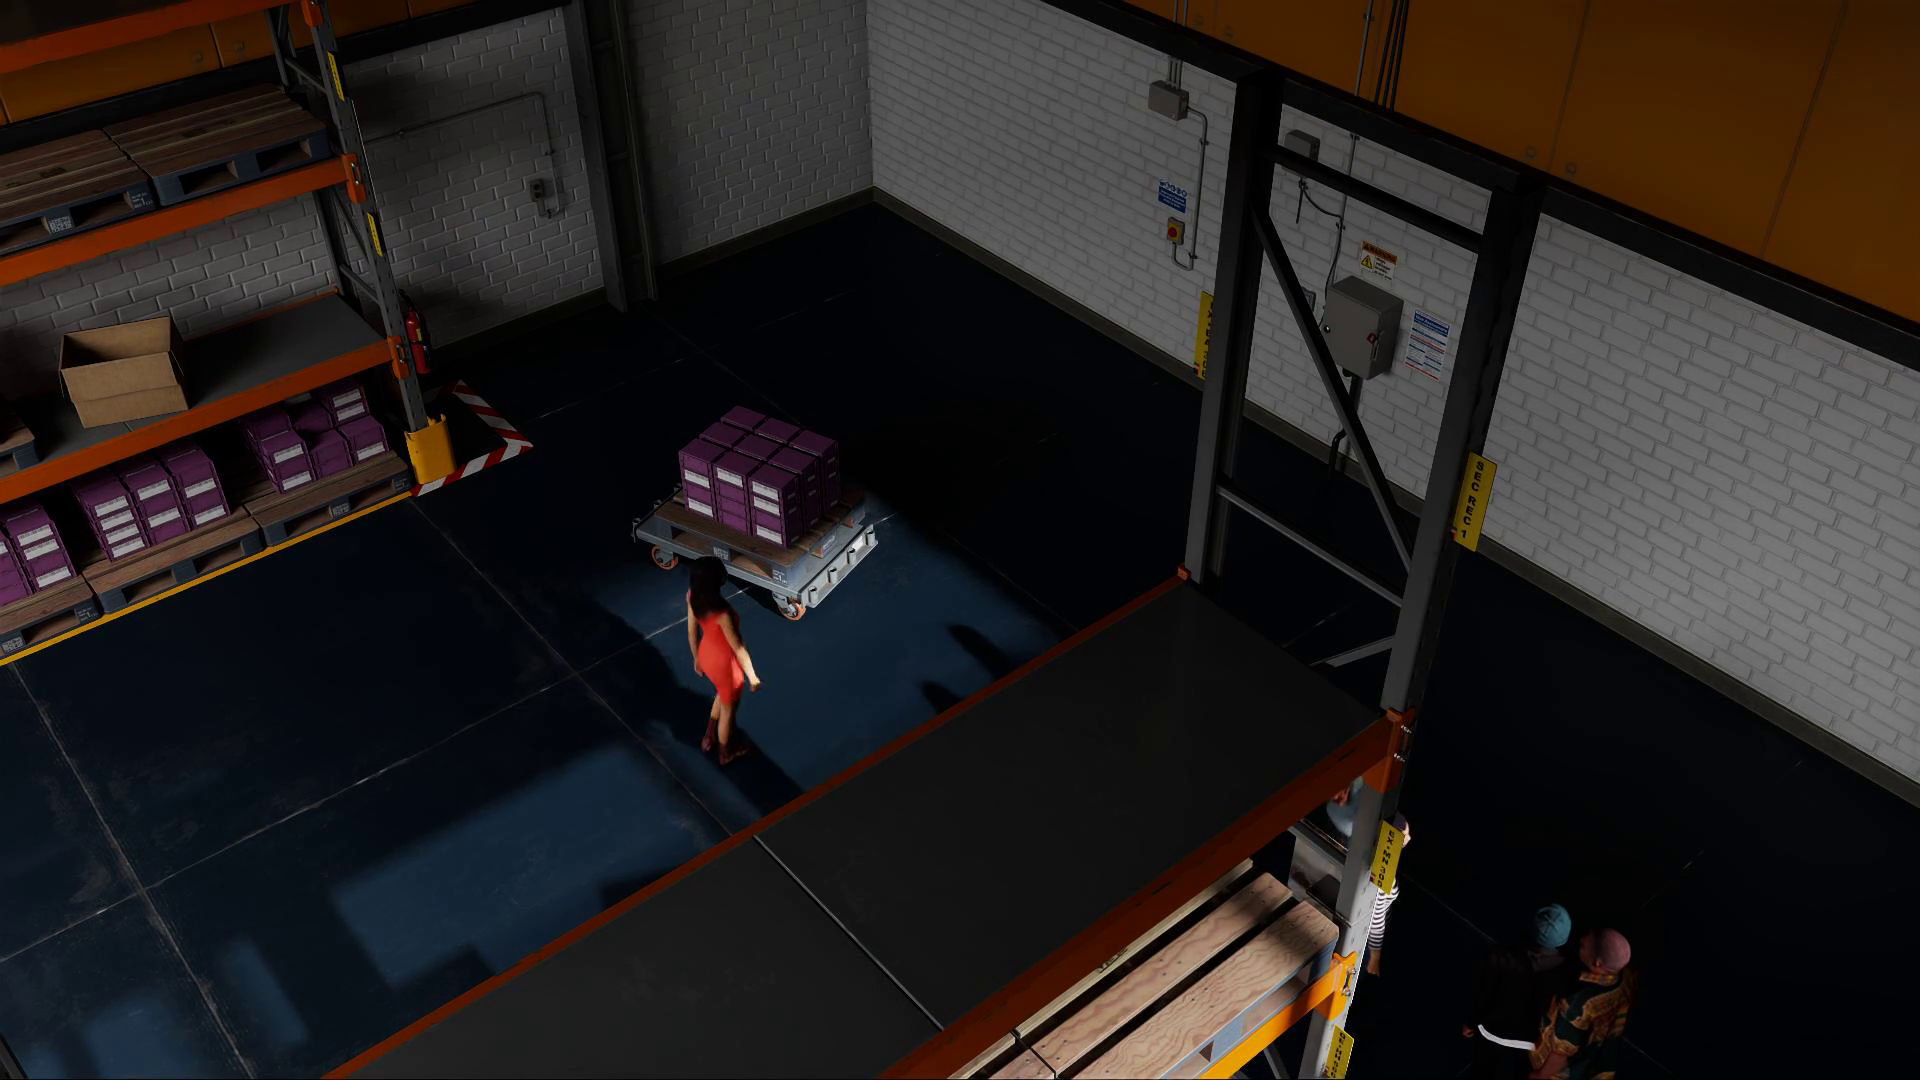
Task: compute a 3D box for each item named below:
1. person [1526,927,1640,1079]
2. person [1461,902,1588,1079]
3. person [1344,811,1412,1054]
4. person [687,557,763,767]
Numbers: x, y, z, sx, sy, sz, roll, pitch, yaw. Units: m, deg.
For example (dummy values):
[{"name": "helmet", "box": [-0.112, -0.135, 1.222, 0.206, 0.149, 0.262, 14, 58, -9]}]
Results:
[{"name": "person", "box": [3.022, 2.531, 8.210, 0.579, 1.807, 0.742, -29, 47, -31]}, {"name": "person", "box": [2.788, 2.437, 8.319, 0.764, 1.818, 0.805, 6, 39, 8]}, {"name": "person", "box": [2.123, 2.061, 8.807, 0.675, 1.797, 0.636, 0, 39, 0]}, {"name": "person", "box": [-1.556, 0.821, 10.431, 0.595, 1.707, 0.585, -28, 46, -30]}]
